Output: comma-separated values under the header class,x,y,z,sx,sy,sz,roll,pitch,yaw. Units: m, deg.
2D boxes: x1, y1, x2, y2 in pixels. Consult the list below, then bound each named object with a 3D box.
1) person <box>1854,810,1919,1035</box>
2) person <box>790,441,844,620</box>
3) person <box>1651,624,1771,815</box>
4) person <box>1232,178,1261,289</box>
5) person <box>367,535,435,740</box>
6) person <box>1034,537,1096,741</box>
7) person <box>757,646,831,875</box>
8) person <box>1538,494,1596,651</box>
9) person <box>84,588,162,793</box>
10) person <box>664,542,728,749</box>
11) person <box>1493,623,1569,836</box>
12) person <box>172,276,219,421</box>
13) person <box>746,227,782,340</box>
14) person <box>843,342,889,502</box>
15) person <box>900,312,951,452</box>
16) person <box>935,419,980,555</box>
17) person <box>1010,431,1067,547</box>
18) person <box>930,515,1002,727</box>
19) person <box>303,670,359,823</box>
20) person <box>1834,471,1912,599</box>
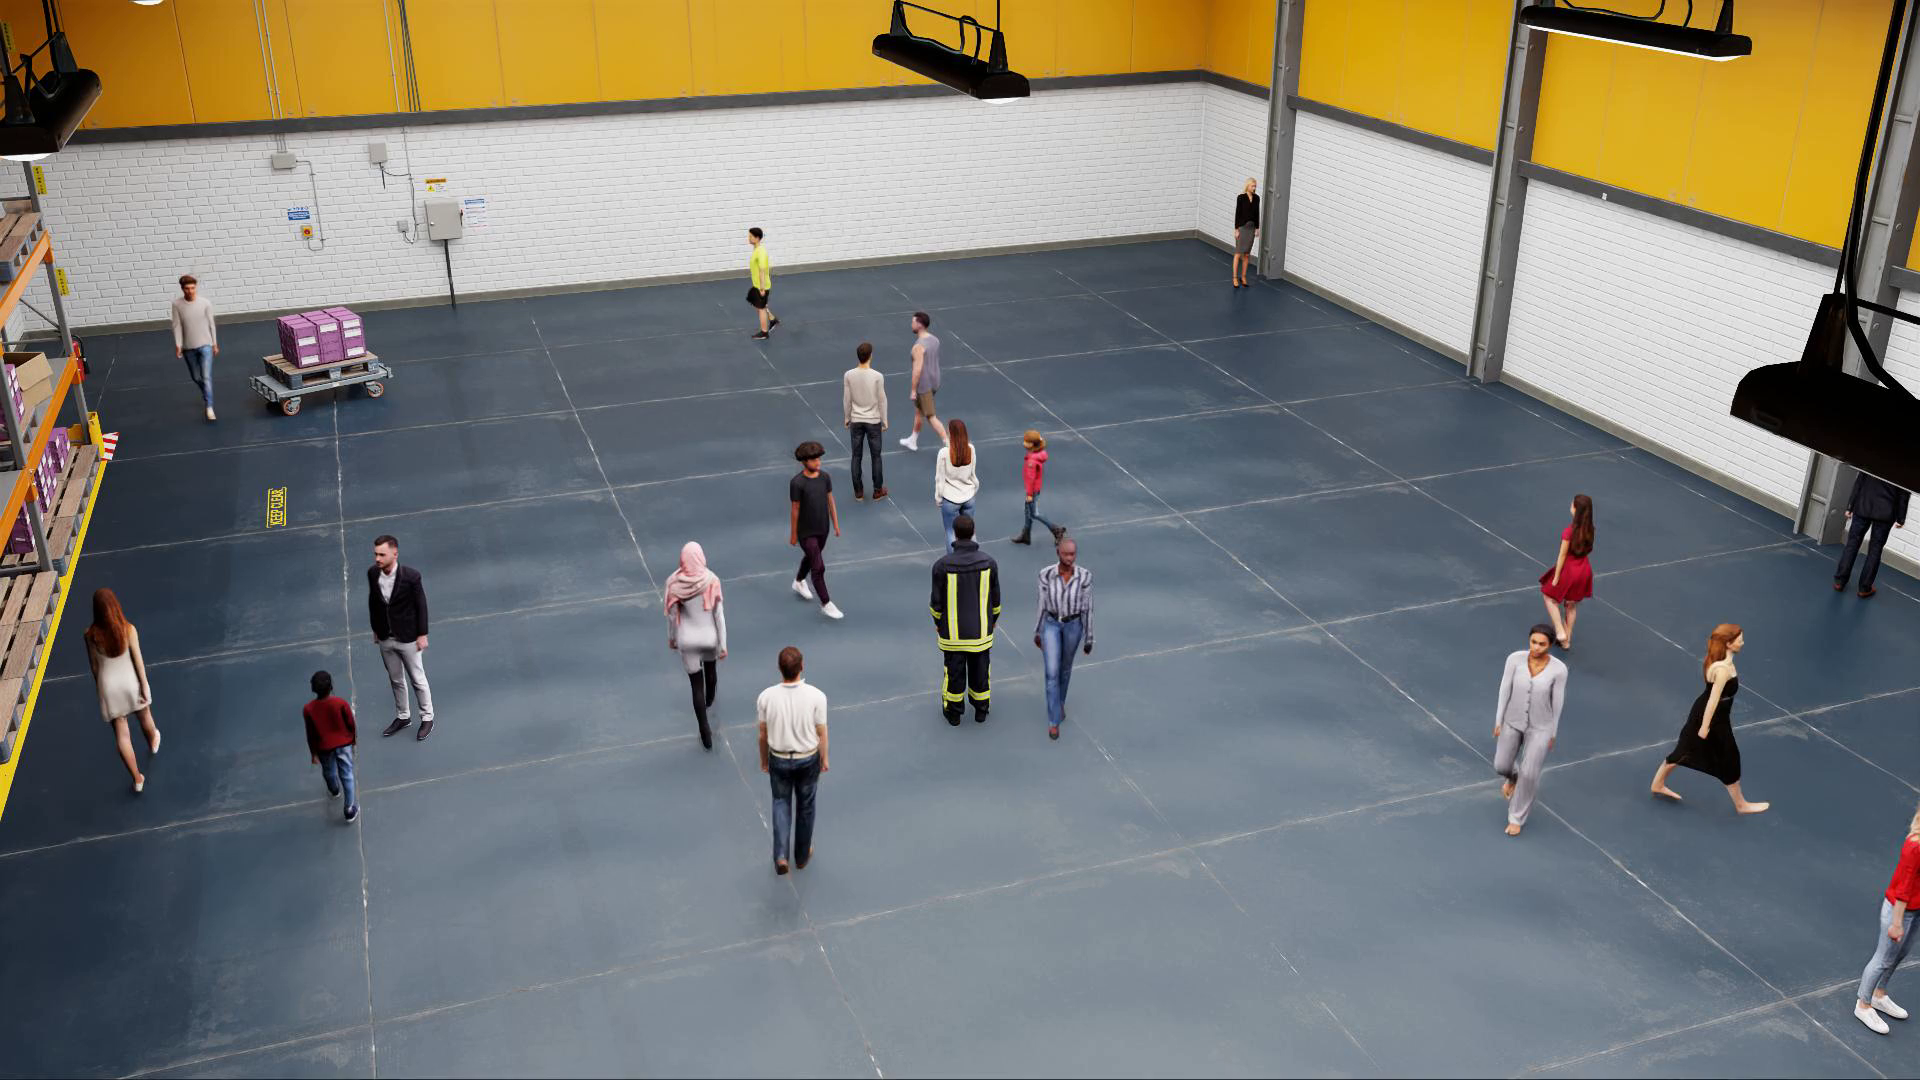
class,x,y,z,sx,sy,sz,roll,pitch,yaw
person,6.088,2.373,10.680,0.674,1.702,0.607,-16,28,-32
person,-1.497,-0.151,16.399,0.948,1.746,1.185,-22,32,-40
person,5.795,1.395,13.071,1.077,1.579,1.056,9,25,20
person,4.721,-5.097,27.597,0.616,1.838,0.542,-10,25,-21
person,-4.742,0.800,14.100,0.745,1.844,0.749,5,24,12
person,0.861,0.762,14.283,0.808,1.768,0.981,-2,24,-4
person,-1.220,1.664,12.128,0.863,1.840,1.011,1,24,2
person,5.764,0.333,15.544,0.569,1.543,0.631,-10,26,-22
person,-6.724,1.233,13.325,0.569,1.671,1.048,-9,25,-20
person,-2.191,0.912,13.945,0.793,1.764,1.174,-4,24,-8
person,4.419,1.400,12.880,0.932,1.722,0.970,13,27,28
person,-9.968,-2.548,21.730,0.676,1.867,1.165,-7,25,-16
person,-2.913,-3.862,24.951,0.724,1.696,0.682,-6,24,-14
person,-1.082,-1.353,19.000,0.743,1.866,0.736,4,24,9
person,-0.338,-1.840,20.201,1.248,1.802,1.069,15,28,31
person,-0.015,-0.431,17.110,0.625,1.689,0.575,-11,26,-23
person,0.856,-0.531,17.828,0.826,1.299,0.846,5,24,10
person,0.051,0.684,14.265,0.820,1.924,0.722,-4,24,-9
person,-4.884,1.625,12.976,0.535,1.234,0.850,-7,25,-15
person,9.164,-0.284,16.638,0.735,1.797,0.849,18,29,35
